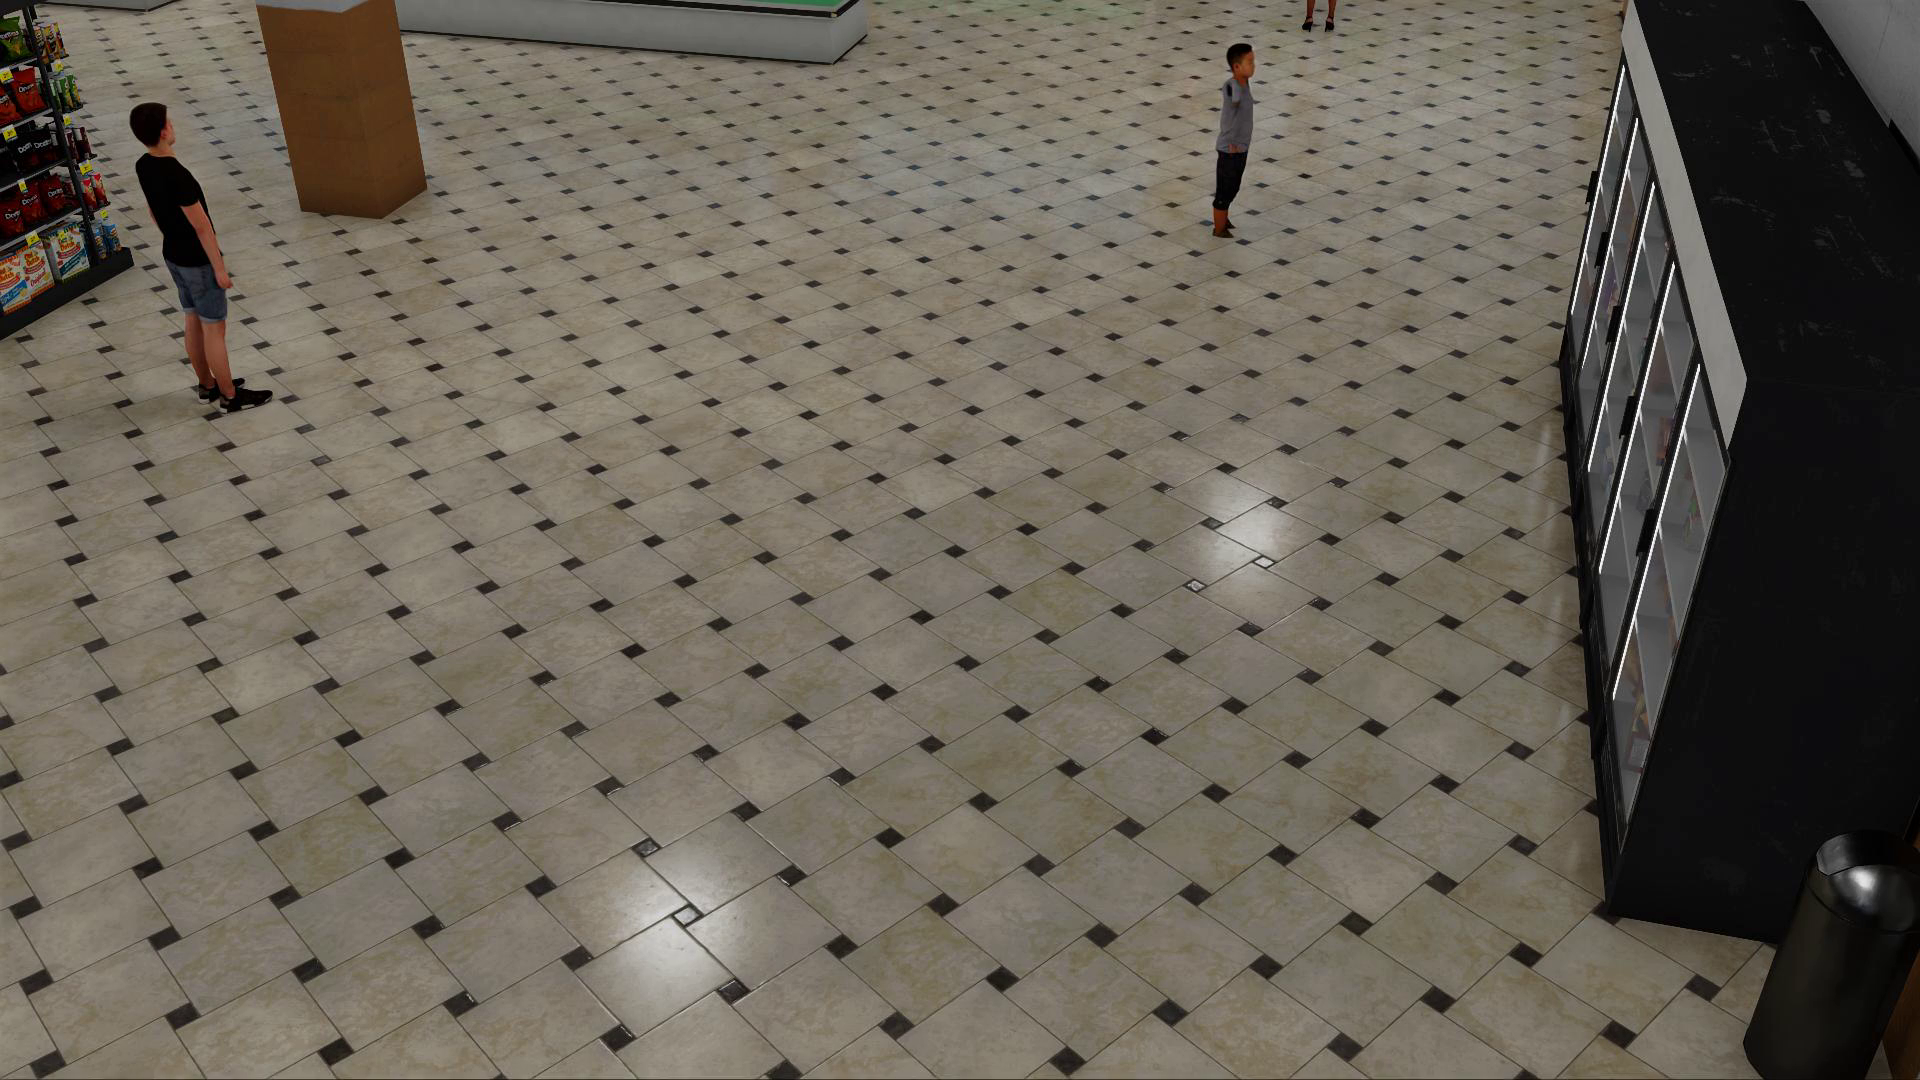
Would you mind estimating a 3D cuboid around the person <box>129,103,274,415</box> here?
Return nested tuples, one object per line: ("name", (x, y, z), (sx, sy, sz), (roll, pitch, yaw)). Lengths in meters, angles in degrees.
("person", (-4.457, -1.625, 9.625), (0.646, 1.844, 0.790), (22, 38, 32))

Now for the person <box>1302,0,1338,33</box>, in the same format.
("person", (3.705, -6.052, 16.800), (0.494, 1.781, 0.669), (4, 32, 6))

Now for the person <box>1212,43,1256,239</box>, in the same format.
("person", (1.993, -2.945, 12.114), (0.509, 1.456, 0.584), (10, 33, 16))
